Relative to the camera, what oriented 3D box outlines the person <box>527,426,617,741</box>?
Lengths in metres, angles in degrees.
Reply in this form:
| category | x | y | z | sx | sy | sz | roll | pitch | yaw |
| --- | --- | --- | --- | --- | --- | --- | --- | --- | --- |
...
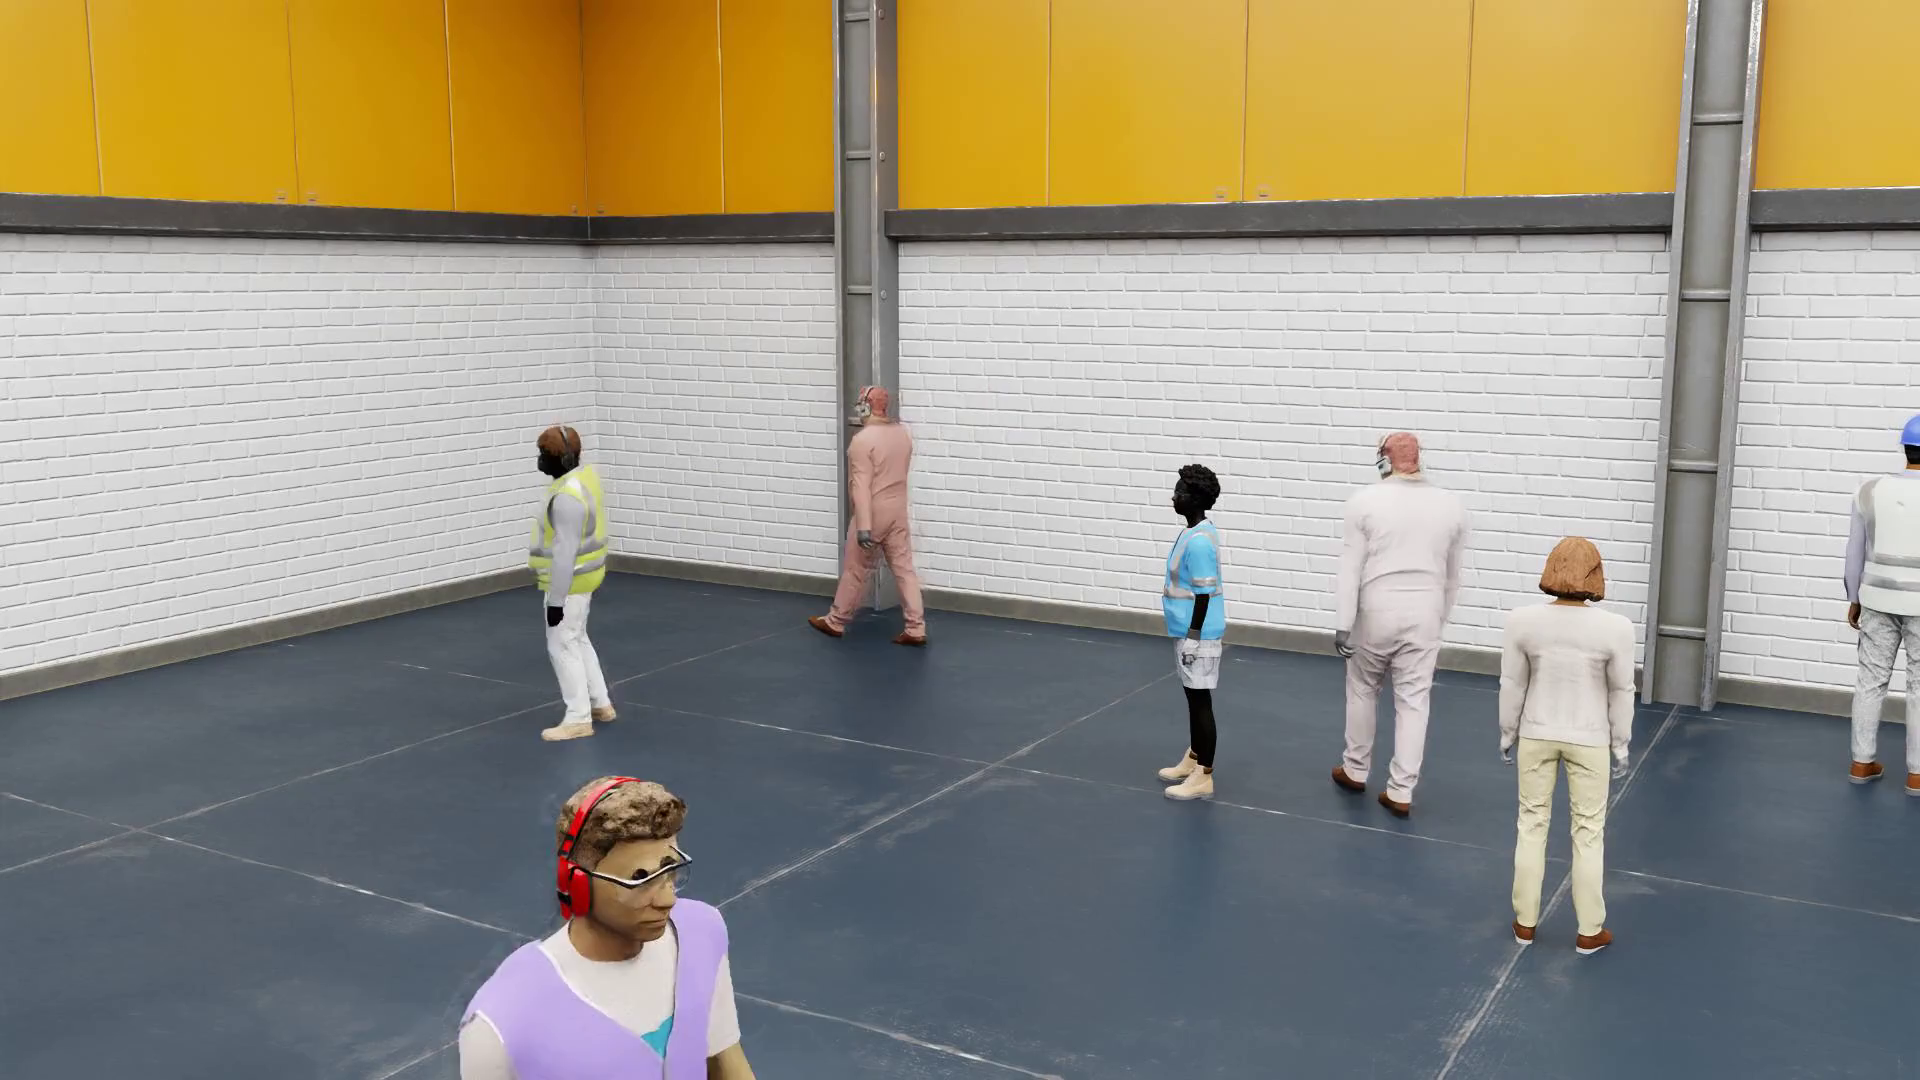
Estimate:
| category | x | y | z | sx | sy | sz | roll | pitch | yaw |
| --- | --- | --- | --- | --- | --- | --- | --- | --- | --- |
| person | -2.219 | 0.249 | 9.456 | 0.439 | 1.794 | 0.744 | -1 | 9 | -4 |

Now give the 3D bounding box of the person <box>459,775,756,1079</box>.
| category | x | y | z | sx | sy | sz | roll | pitch | yaw |
| --- | --- | --- | --- | --- | --- | --- | --- | --- | --- |
| person | -0.522 | 1.287 | 2.907 | 0.946 | 1.795 | 0.589 | 5 | 10 | 29 |

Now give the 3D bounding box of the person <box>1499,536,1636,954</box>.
| category | x | y | z | sx | sy | sz | roll | pitch | yaw |
| --- | --- | --- | --- | --- | --- | --- | --- | --- | --- |
| person | 2.364 | 0.797 | 6.512 | 0.499 | 1.634 | 0.285 | 5 | 11 | 30 |

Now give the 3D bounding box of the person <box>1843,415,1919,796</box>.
| category | x | y | z | sx | sy | sz | roll | pitch | yaw |
| --- | --- | --- | --- | --- | --- | --- | --- | --- | --- |
| person | 4.849 | 0.322 | 8.498 | 0.404 | 1.945 | 0.615 | -7 | 11 | -37 |

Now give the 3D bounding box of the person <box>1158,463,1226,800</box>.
| category | x | y | z | sx | sy | sz | roll | pitch | yaw |
| --- | --- | --- | --- | --- | --- | --- | --- | --- | --- |
| person | 1.180 | 0.458 | 8.426 | 0.318 | 1.700 | 0.535 | 0 | 9 | 3 |

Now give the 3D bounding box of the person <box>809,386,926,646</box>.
| category | x | y | z | sx | sy | sz | roll | pitch | yaw |
| --- | --- | --- | --- | --- | --- | --- | --- | --- | --- |
| person | -0.620 | -0.176 | 11.907 | 1.014 | 1.847 | 0.661 | 7 | 11 | 37 |

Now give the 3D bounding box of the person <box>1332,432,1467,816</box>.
| category | x | y | z | sx | sy | sz | roll | pitch | yaw |
| --- | --- | --- | --- | --- | --- | --- | --- | --- | --- |
| person | 2.148 | 0.395 | 8.308 | 0.666 | 1.858 | 0.801 | -1 | 9 | -5 |
